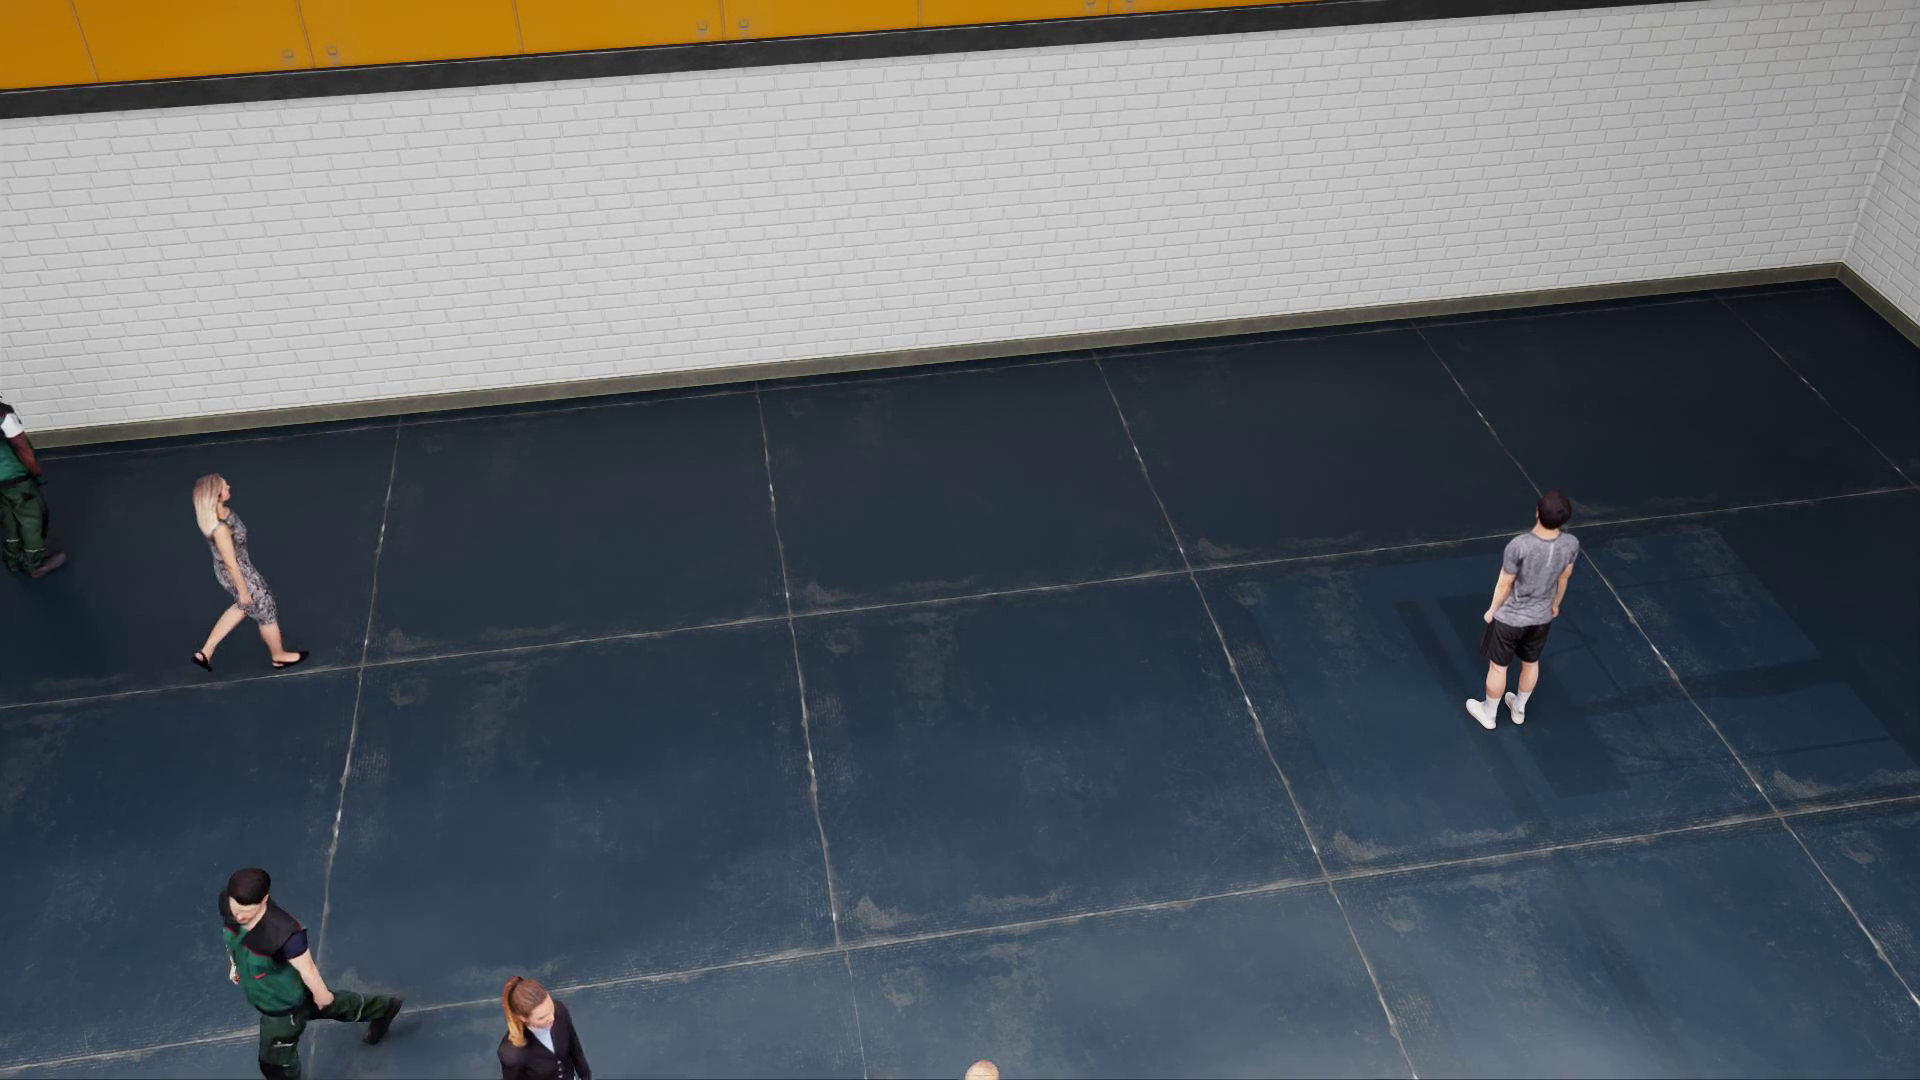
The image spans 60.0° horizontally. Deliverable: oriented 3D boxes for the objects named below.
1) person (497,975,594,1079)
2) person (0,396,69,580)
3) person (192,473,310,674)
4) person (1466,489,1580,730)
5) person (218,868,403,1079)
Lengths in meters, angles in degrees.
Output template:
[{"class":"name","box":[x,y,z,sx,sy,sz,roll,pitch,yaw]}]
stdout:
[{"class":"person","box":[-2.056,2.658,8.036,0.808,1.713,0.745,20,43,23]},{"class":"person","box":[-6.840,-0.495,11.906,0.878,1.811,0.803,2,39,3]},{"class":"person","box":[-4.882,0.281,11.035,0.895,1.685,0.973,-23,44,-26]},{"class":"person","box":[3.621,0.461,10.660,0.646,1.871,0.544,-5,39,-6]},{"class":"person","box":[-3.363,2.214,8.482,1.217,1.851,1.247,-31,48,-33]}]
